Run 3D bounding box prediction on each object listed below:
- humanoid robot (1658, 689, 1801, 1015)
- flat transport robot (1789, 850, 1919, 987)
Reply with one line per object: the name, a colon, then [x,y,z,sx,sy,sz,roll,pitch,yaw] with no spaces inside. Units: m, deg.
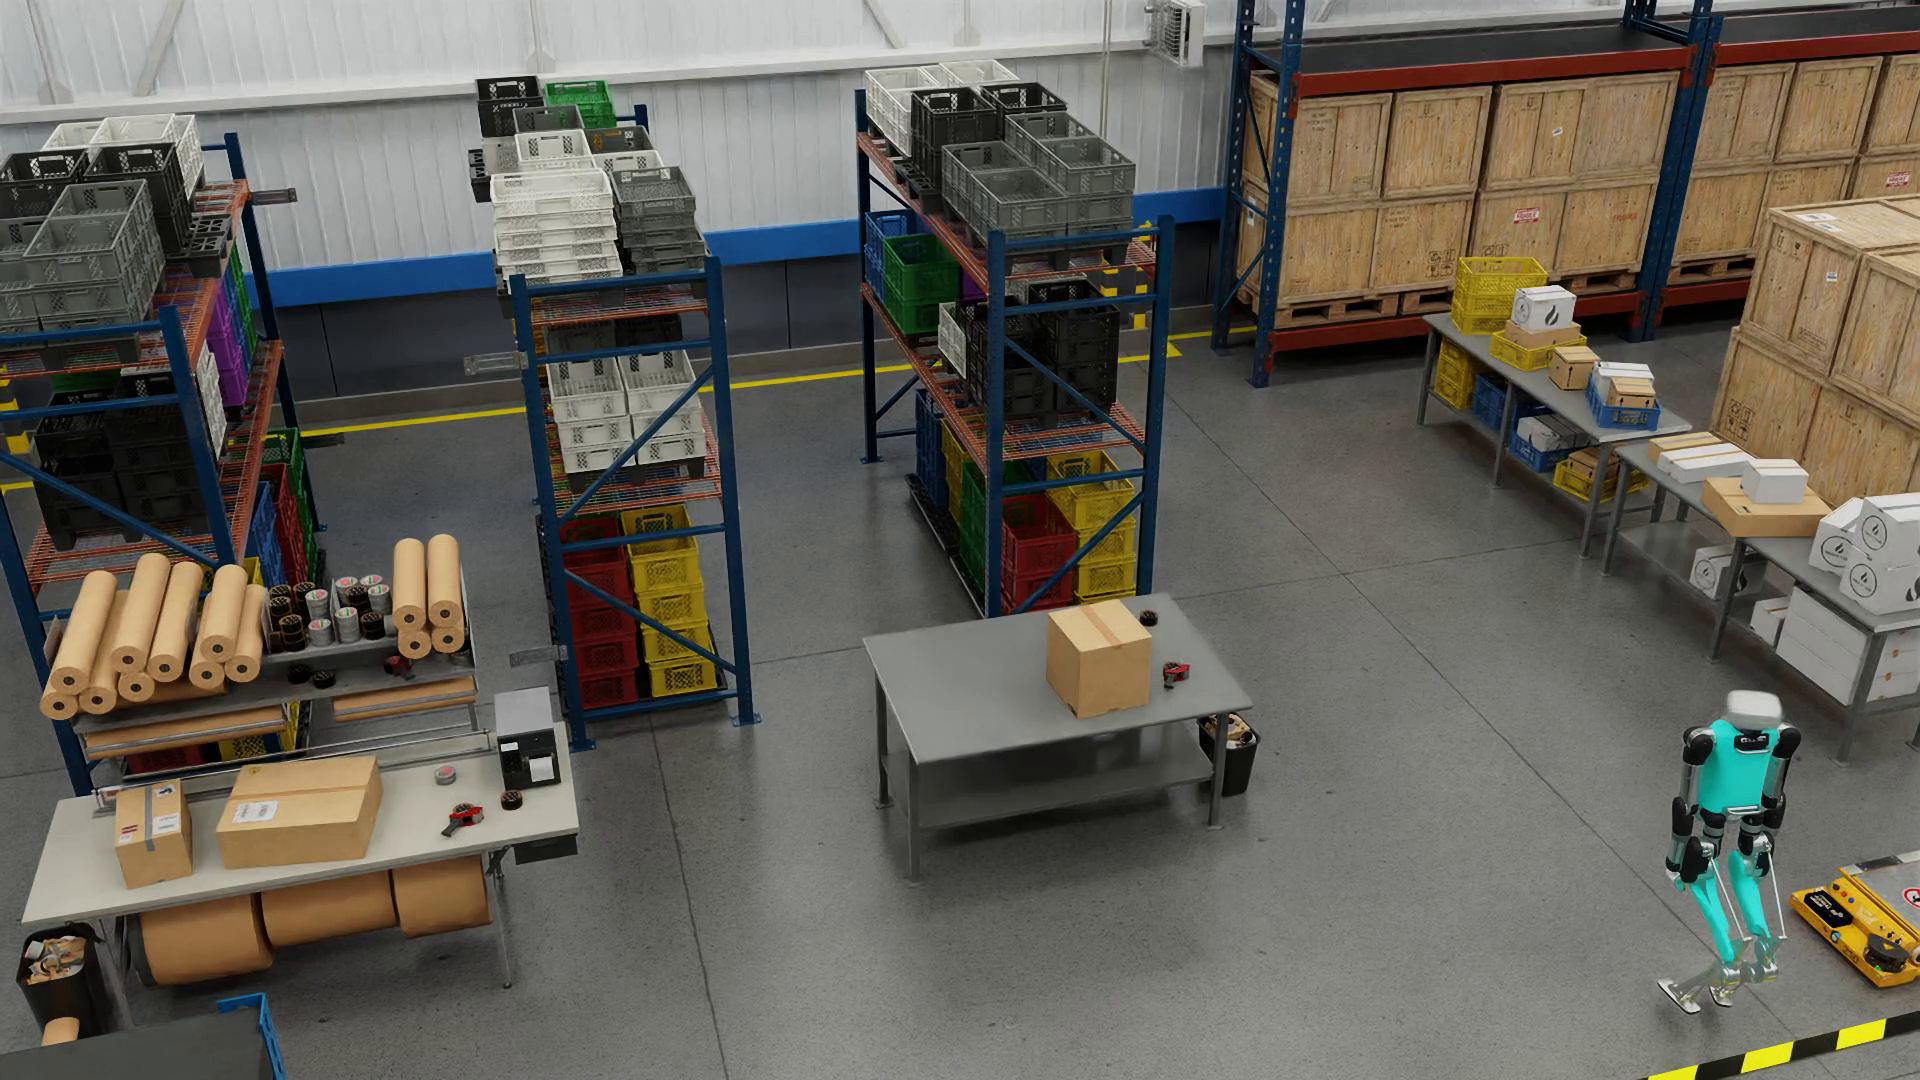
humanoid robot: [3.610,1.546,7.684,0.533,1.677,0.735,-3,29,-5]
flat transport robot: [5.163,1.916,8.676,1.431,0.231,0.659,-8,30,-14]
